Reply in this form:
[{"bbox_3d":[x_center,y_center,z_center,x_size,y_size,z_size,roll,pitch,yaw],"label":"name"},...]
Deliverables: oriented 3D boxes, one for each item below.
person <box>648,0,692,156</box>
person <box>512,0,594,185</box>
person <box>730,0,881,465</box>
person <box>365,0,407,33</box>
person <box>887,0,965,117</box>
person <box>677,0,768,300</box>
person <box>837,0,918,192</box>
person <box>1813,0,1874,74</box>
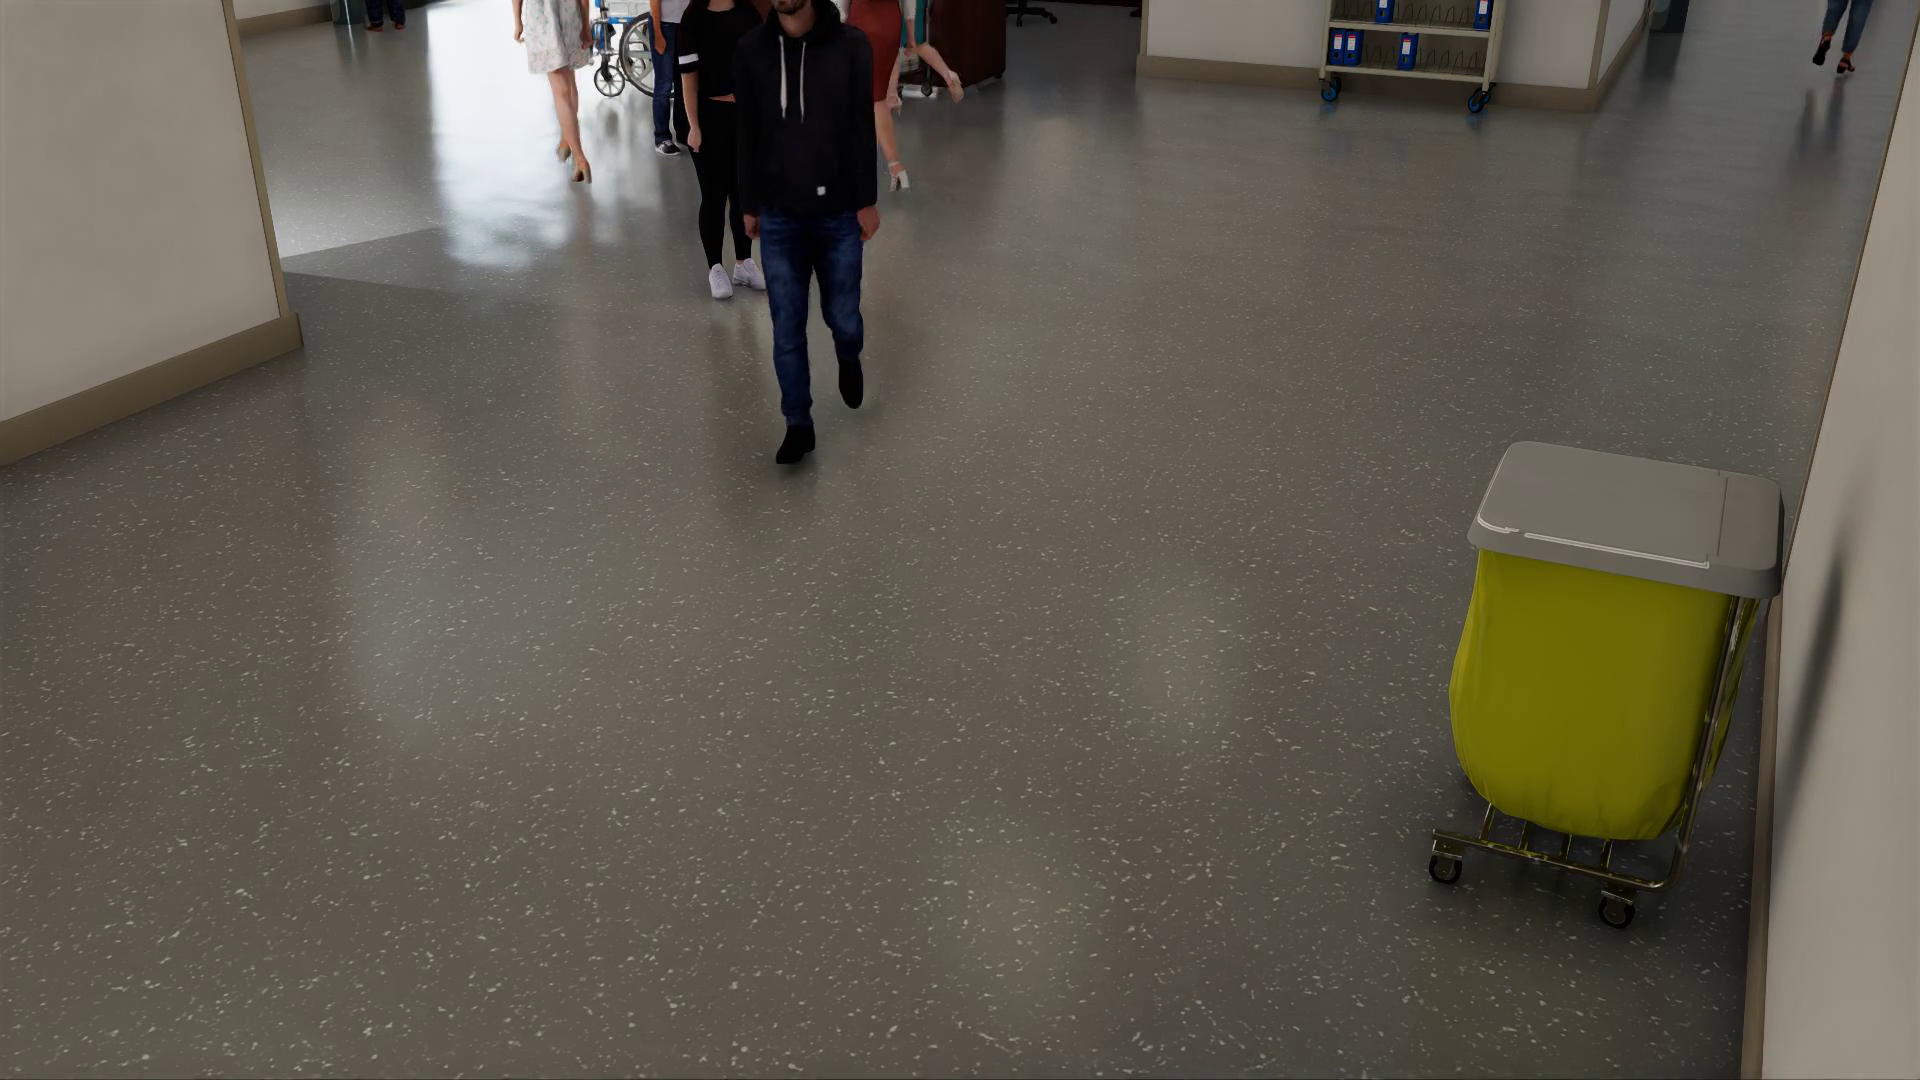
[{"bbox_3d":[-1.865,-3.319,10.775,0.568,1.562,0.578,19,31,34],"label":"person"},{"bbox_3d":[-2.373,-2.984,9.871,0.968,1.743,1.085,-14,29,-26],"label":"person"},{"bbox_3d":[-0.524,-1.232,6.089,0.977,1.874,0.918,4,26,7],"label":"person"},{"bbox_3d":[-5.414,-5.634,15.276,0.779,1.823,0.801,-14,29,-27],"label":"person"},{"bbox_3d":[-0.300,-3.754,11.560,0.901,1.663,0.558,12,28,23],"label":"person"},{"bbox_3d":[-1.115,-1.992,7.934,0.707,1.639,0.734,-17,31,-31],"label":"person"},{"bbox_3d":[-0.466,-2.854,9.646,1.064,1.705,1.132,-9,27,-18],"label":"person"},{"bbox_3d":[7.092,-4.539,13.181,0.828,1.669,0.832,22,34,38],"label":"person"}]
